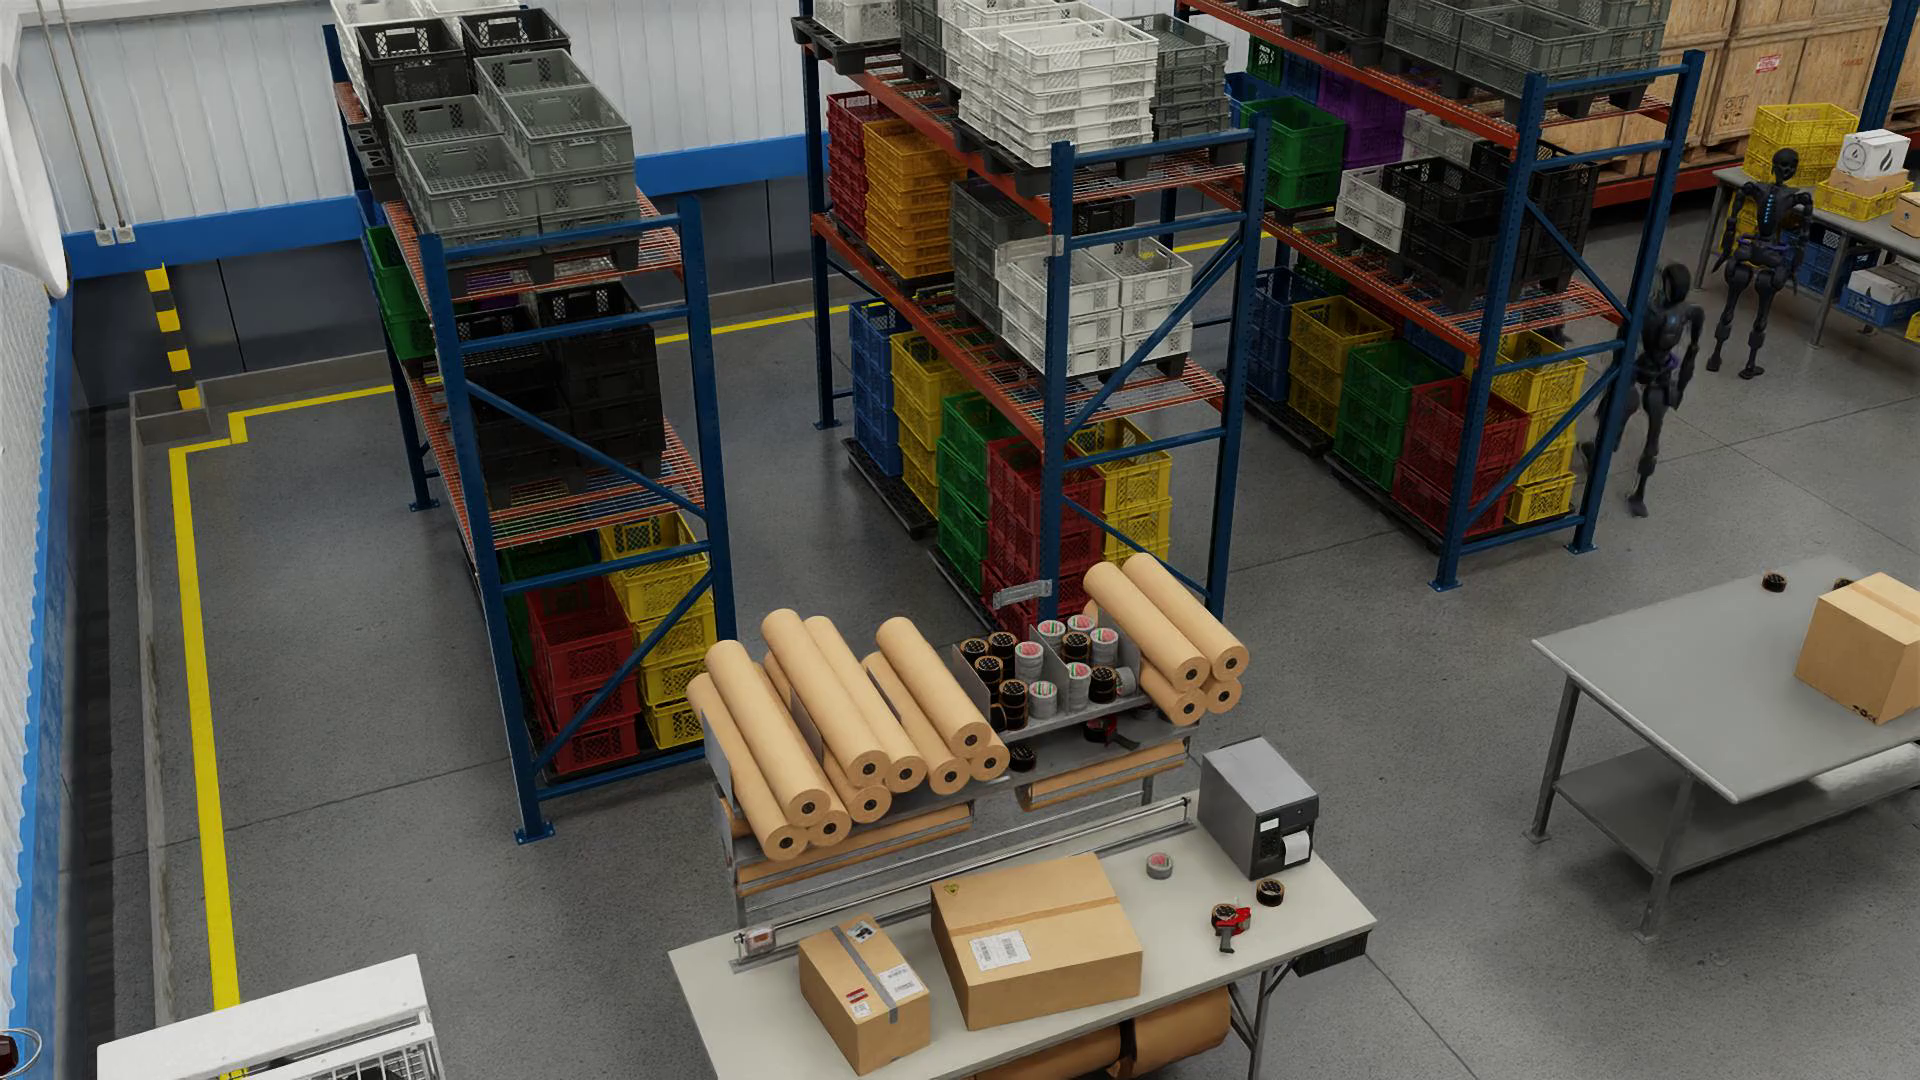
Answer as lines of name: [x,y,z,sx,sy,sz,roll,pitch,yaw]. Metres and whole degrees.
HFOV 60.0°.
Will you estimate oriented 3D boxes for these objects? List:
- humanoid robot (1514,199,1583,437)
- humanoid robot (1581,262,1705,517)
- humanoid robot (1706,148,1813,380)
humanoid robot: [3.896,-1.480,11.023,0.356,1.654,0.562,6,32,9]
humanoid robot: [4.199,-0.995,10.263,0.600,1.637,0.585,0,32,0]
humanoid robot: [5.681,-1.975,11.825,0.599,1.653,0.332,23,38,32]
